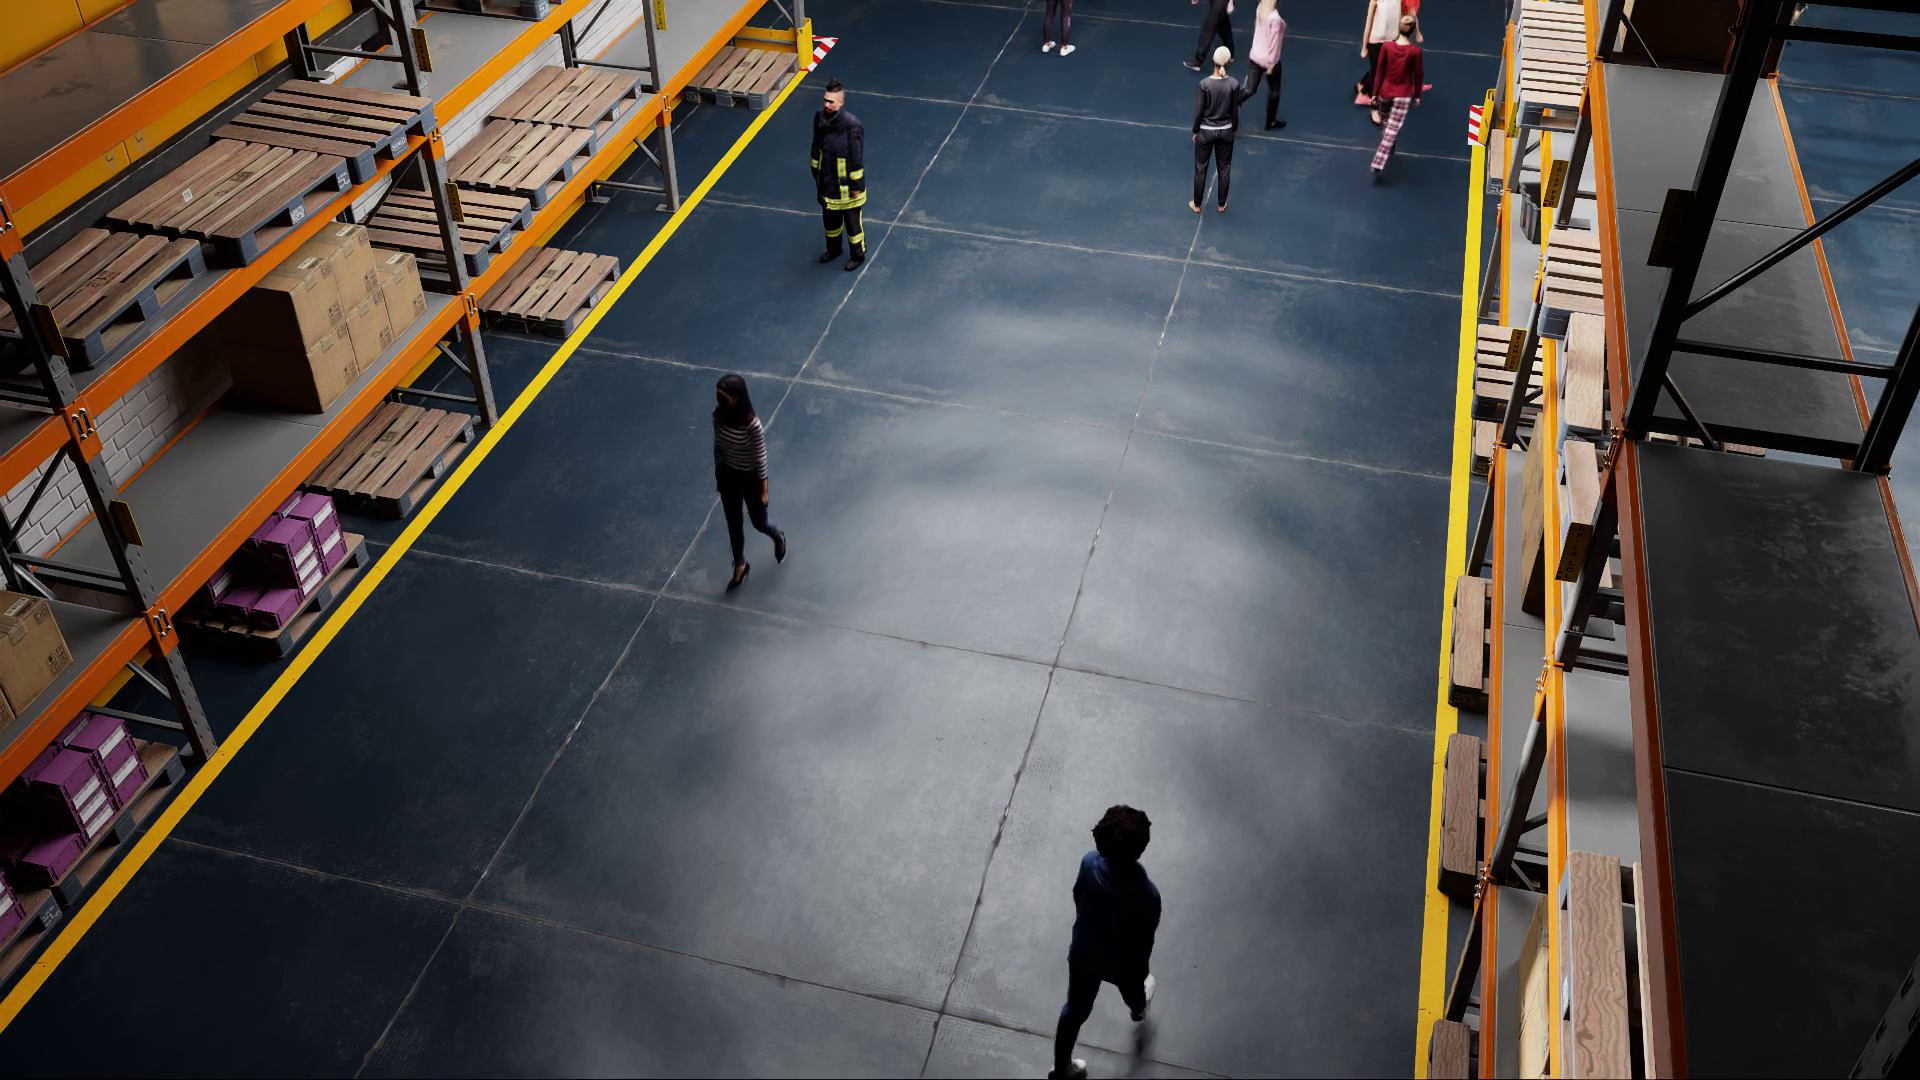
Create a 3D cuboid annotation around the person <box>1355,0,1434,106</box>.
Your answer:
[{"bbox_3d":[4.787,-5.622,18.587,0.874,1.639,1.135,-2,39,-2],"label":"person"}]

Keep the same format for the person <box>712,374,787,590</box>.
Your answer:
[{"bbox_3d":[-1.527,-0.434,11.974,0.707,1.785,0.845,18,42,21],"label":"person"}]

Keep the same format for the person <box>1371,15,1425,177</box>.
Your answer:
[{"bbox_3d":[4.503,-4.591,17.277,0.790,1.662,1.128,18,42,21],"label":"person"}]

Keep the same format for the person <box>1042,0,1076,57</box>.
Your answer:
[{"bbox_3d":[1.185,-6.609,19.812,0.633,1.653,0.617,20,43,23],"label":"person"}]

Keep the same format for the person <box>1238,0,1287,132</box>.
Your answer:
[{"bbox_3d":[3.220,-5.184,18.023,1.067,1.659,1.070,-16,41,-19],"label":"person"}]

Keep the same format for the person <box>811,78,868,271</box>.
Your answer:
[{"bbox_3d":[-1.120,-3.459,15.704,0.817,1.858,0.794,21,43,24],"label":"person"}]

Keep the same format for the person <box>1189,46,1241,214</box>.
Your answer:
[{"bbox_3d":[2.550,-4.097,16.607,0.652,1.727,0.610,0,39,0],"label":"person"}]

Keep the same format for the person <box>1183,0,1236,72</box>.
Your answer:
[{"bbox_3d":[3.126,-6.392,19.492,1.040,1.713,1.025,-17,42,-20],"label":"person"}]

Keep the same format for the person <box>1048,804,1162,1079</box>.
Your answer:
[{"bbox_3d":[0.725,2.202,8.684,0.964,1.772,1.245,28,46,30],"label":"person"}]

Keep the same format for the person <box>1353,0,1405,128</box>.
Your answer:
[{"bbox_3d":[4.636,-5.524,18.418,0.977,1.698,1.115,-15,41,-18],"label":"person"}]
